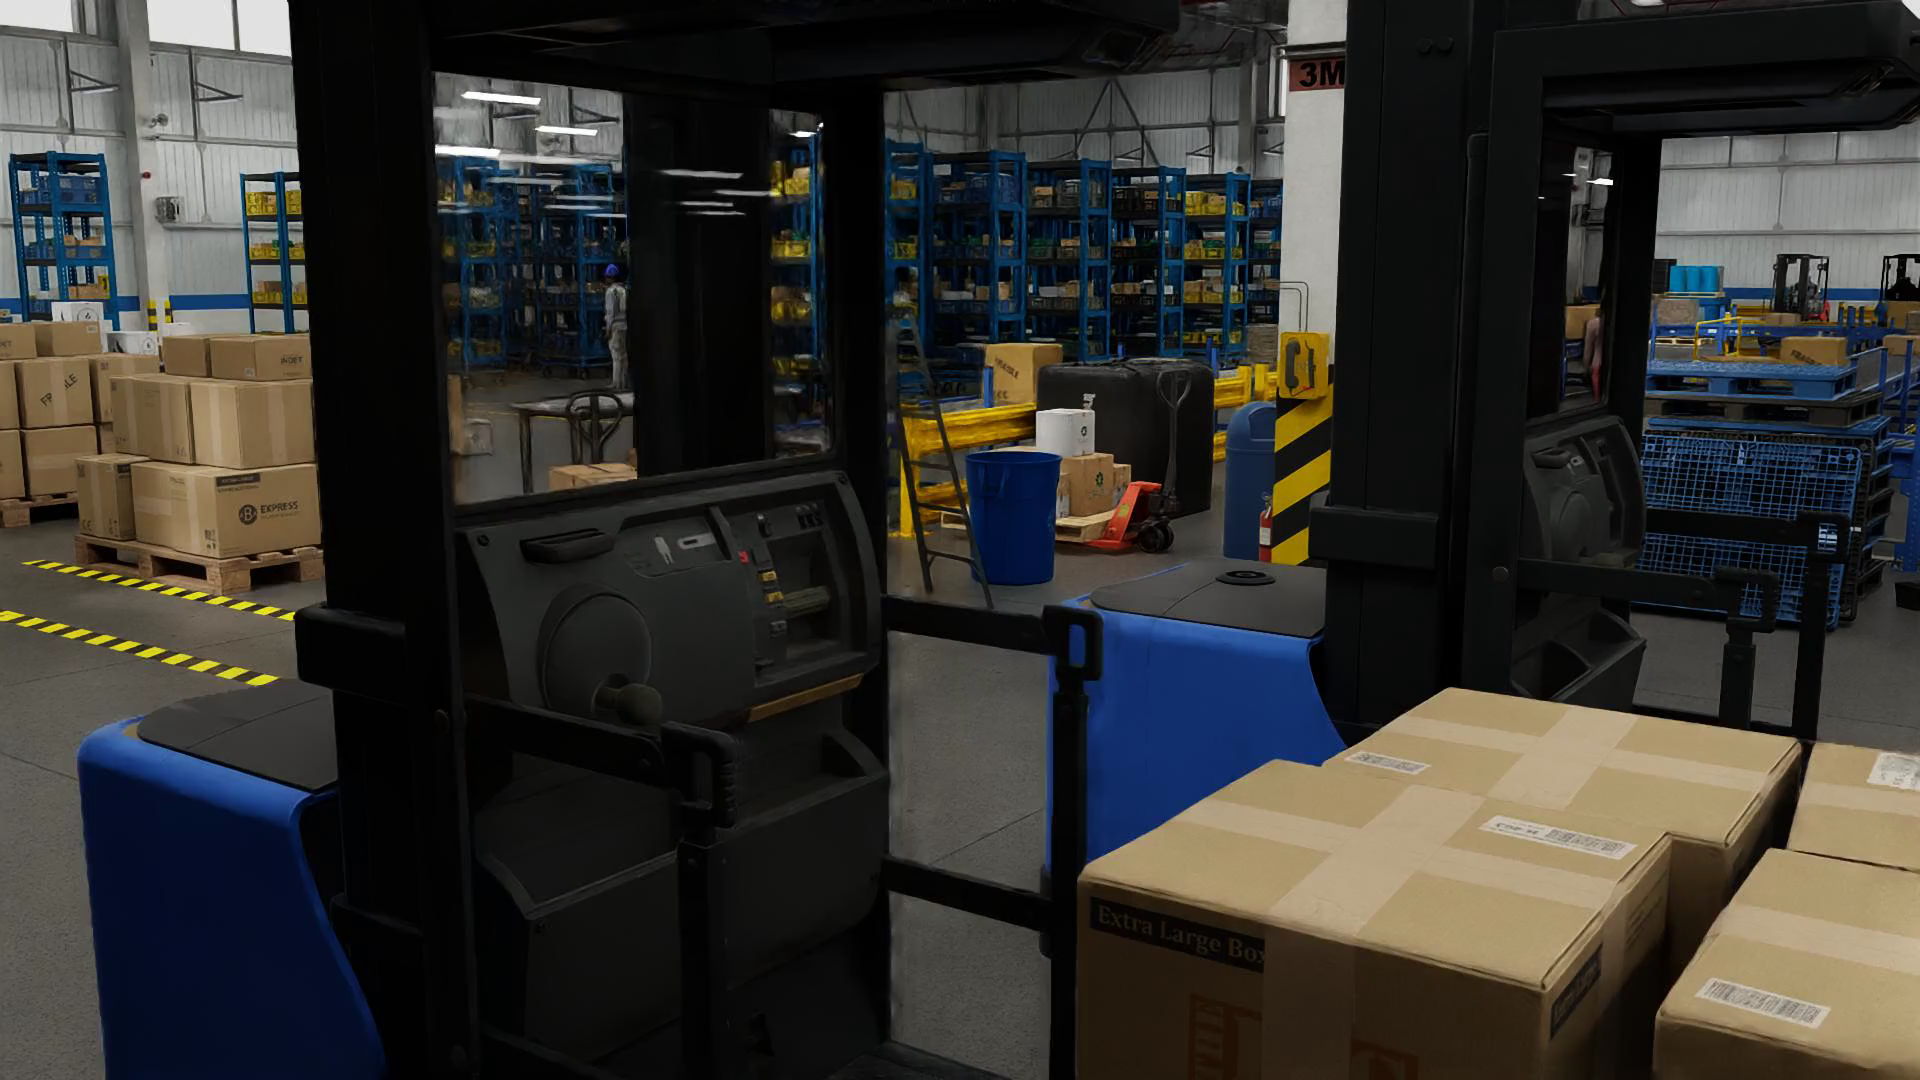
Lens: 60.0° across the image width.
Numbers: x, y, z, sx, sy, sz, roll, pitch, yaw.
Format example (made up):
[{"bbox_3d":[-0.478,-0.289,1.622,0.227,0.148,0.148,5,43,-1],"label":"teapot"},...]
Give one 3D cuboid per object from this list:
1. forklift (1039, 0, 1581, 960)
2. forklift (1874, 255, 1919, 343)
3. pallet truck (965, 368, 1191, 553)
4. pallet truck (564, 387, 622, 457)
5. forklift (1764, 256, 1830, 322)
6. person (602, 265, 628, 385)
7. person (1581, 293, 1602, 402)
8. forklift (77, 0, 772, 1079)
[{"bbox_3d":[1.249,-0.137,4.360,1.873,2.768,1.129,7,12,35],"label":"forklift"},{"bbox_3d":[22.089,-5.634,38.796,1.157,1.987,2.680,6,11,33],"label":"forklift"},{"bbox_3d":[0.845,-0.609,11.869,1.630,1.274,0.653,7,12,35],"label":"pallet truck"},{"bbox_3d":[-1.981,-0.274,10.088,0.680,1.201,1.601,-5,11,-28],"label":"pallet truck"},{"bbox_3d":[20.253,-5.854,40.139,1.157,1.987,2.680,7,12,35],"label":"forklift"},{"bbox_3d":[-5.640,-3.511,27.217,0.381,1.950,0.605,2,10,11],"label":"person"},{"bbox_3d":[7.690,-2.154,19.844,0.529,1.718,0.925,3,10,19],"label":"person"},{"bbox_3d":[-0.767,0.064,3.164,1.873,2.768,1.129,7,12,35],"label":"forklift"}]
